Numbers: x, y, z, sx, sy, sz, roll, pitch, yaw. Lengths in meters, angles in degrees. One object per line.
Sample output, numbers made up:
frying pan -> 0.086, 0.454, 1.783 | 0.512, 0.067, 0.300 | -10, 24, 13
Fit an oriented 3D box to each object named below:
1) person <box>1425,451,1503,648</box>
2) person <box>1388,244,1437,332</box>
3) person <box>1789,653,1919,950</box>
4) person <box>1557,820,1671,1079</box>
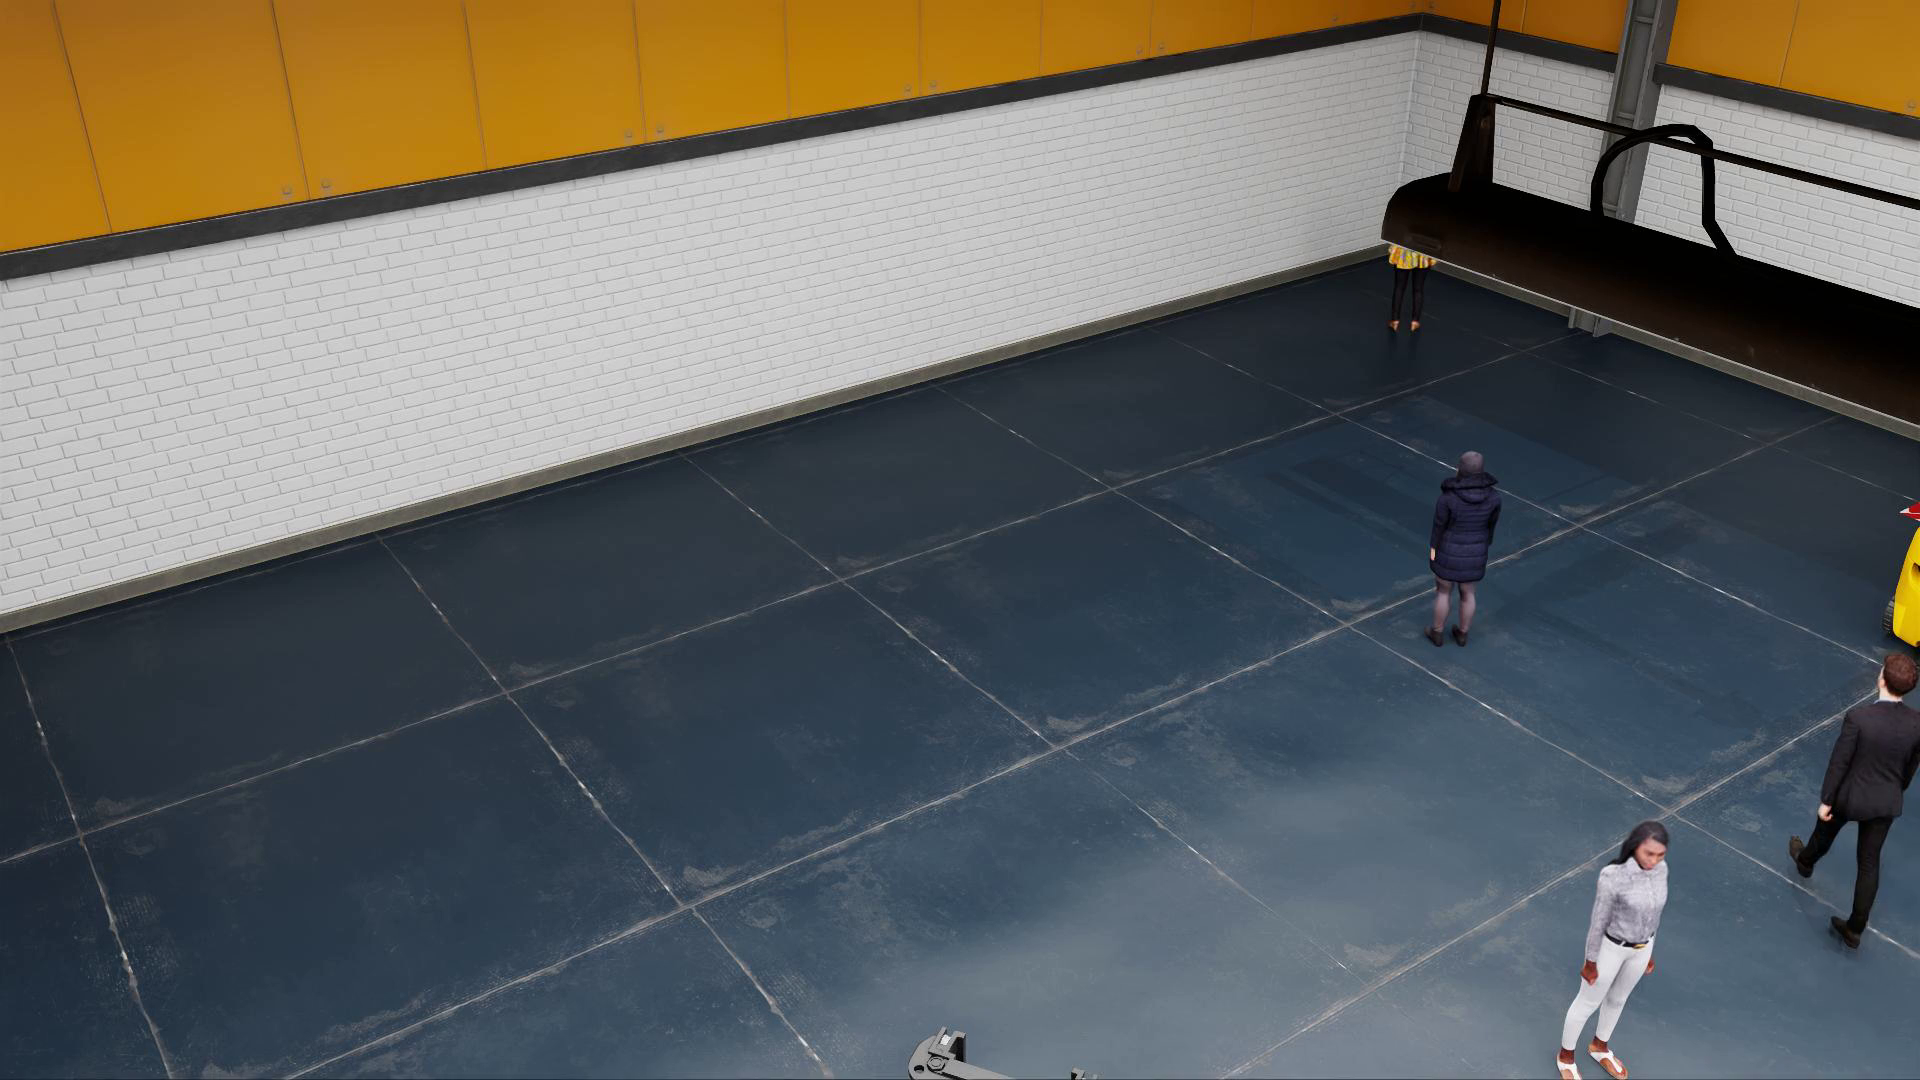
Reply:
person -> 3.914, 0.073, 12.967 | 0.788, 1.675, 0.821 | -1, 29, -1
person -> 5.160, -3.199, 18.989 | 0.884, 1.653, 0.946 | 6, 29, 10
person -> 5.471, 1.600, 9.996 | 1.205, 1.839, 1.319 | 2, 29, 5
person -> 3.555, 2.217, 8.987 | 0.646, 1.723, 0.613 | -9, 30, -16
